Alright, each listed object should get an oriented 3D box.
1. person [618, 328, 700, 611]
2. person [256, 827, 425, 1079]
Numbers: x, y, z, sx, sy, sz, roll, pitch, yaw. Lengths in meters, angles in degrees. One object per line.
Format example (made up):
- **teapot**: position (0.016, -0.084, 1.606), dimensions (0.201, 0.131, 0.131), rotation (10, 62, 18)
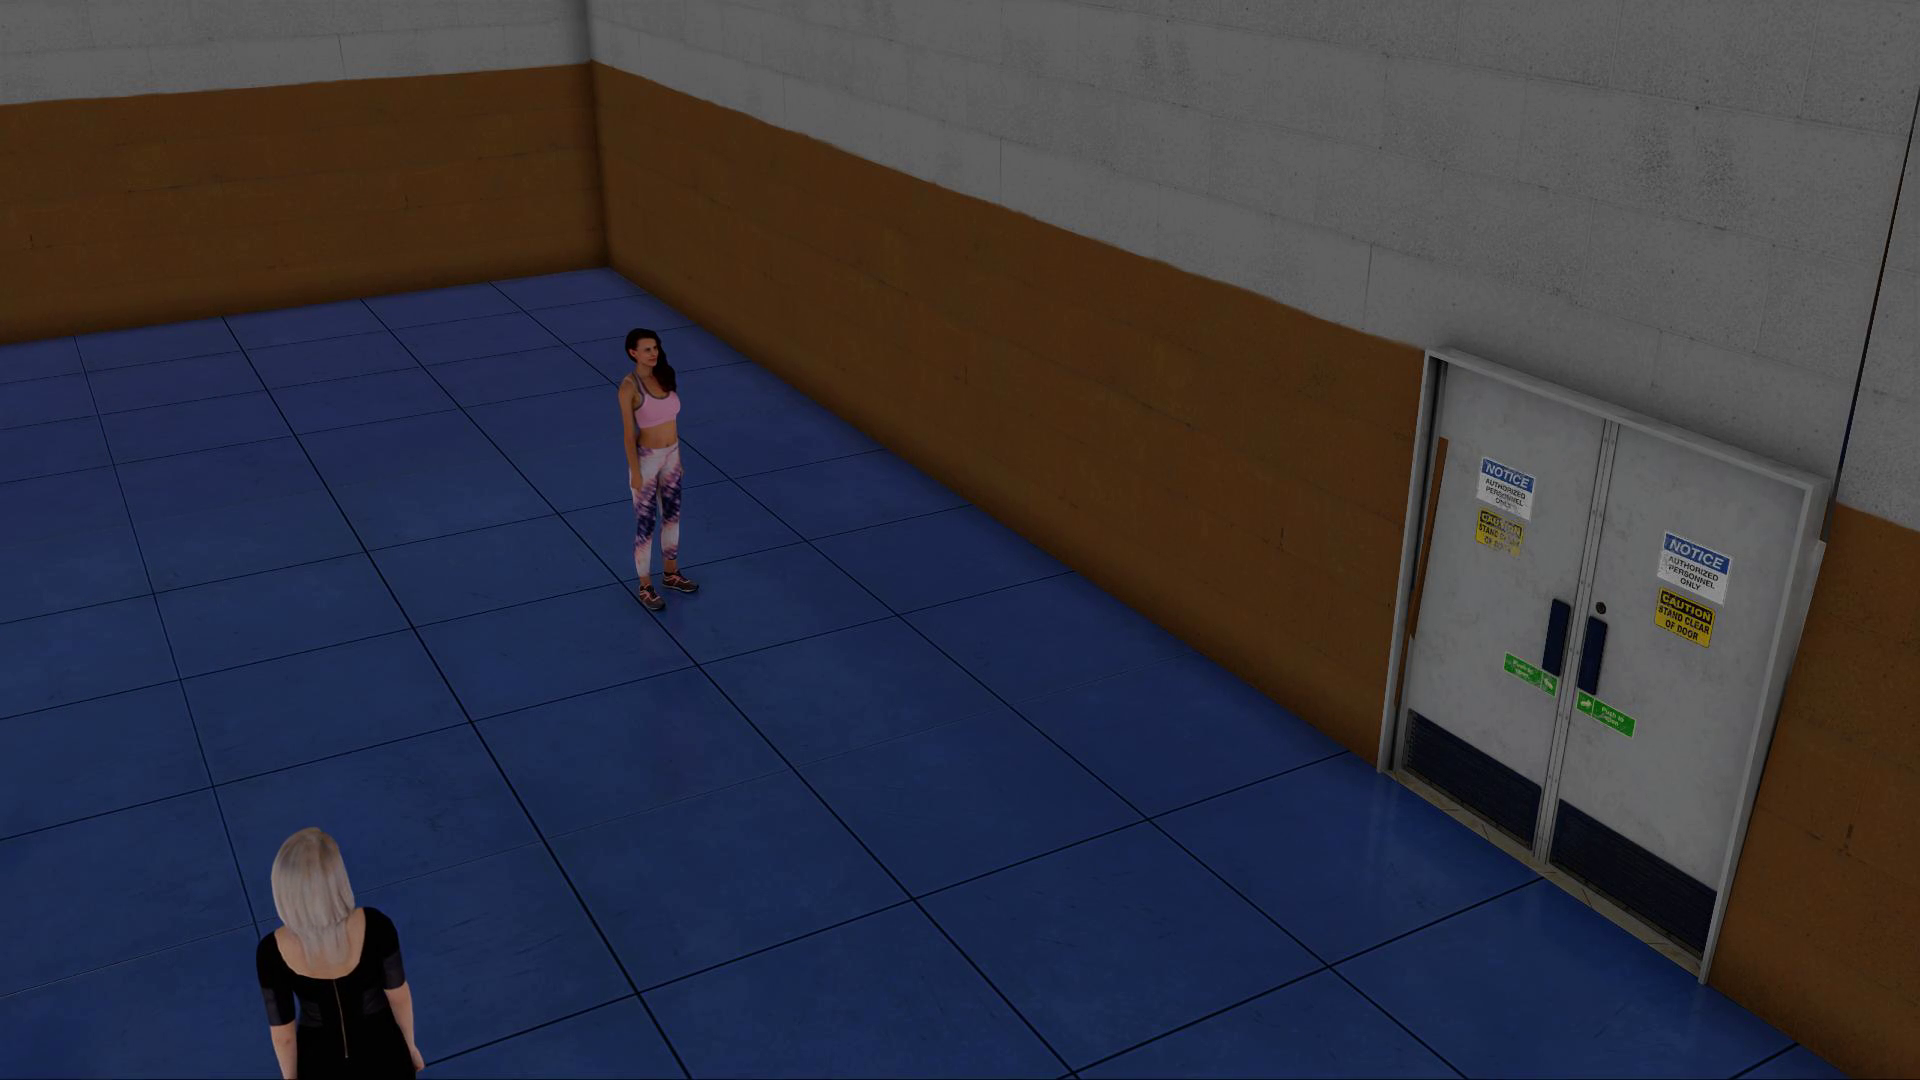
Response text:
- **person**: position (-1.896, -0.459, 10.325), dimensions (0.728, 1.767, 0.611), rotation (16, 28, 32)
- **person**: position (-1.935, 1.701, 5.311), dimensions (0.477, 1.829, 0.664), rotation (-9, 25, -20)
